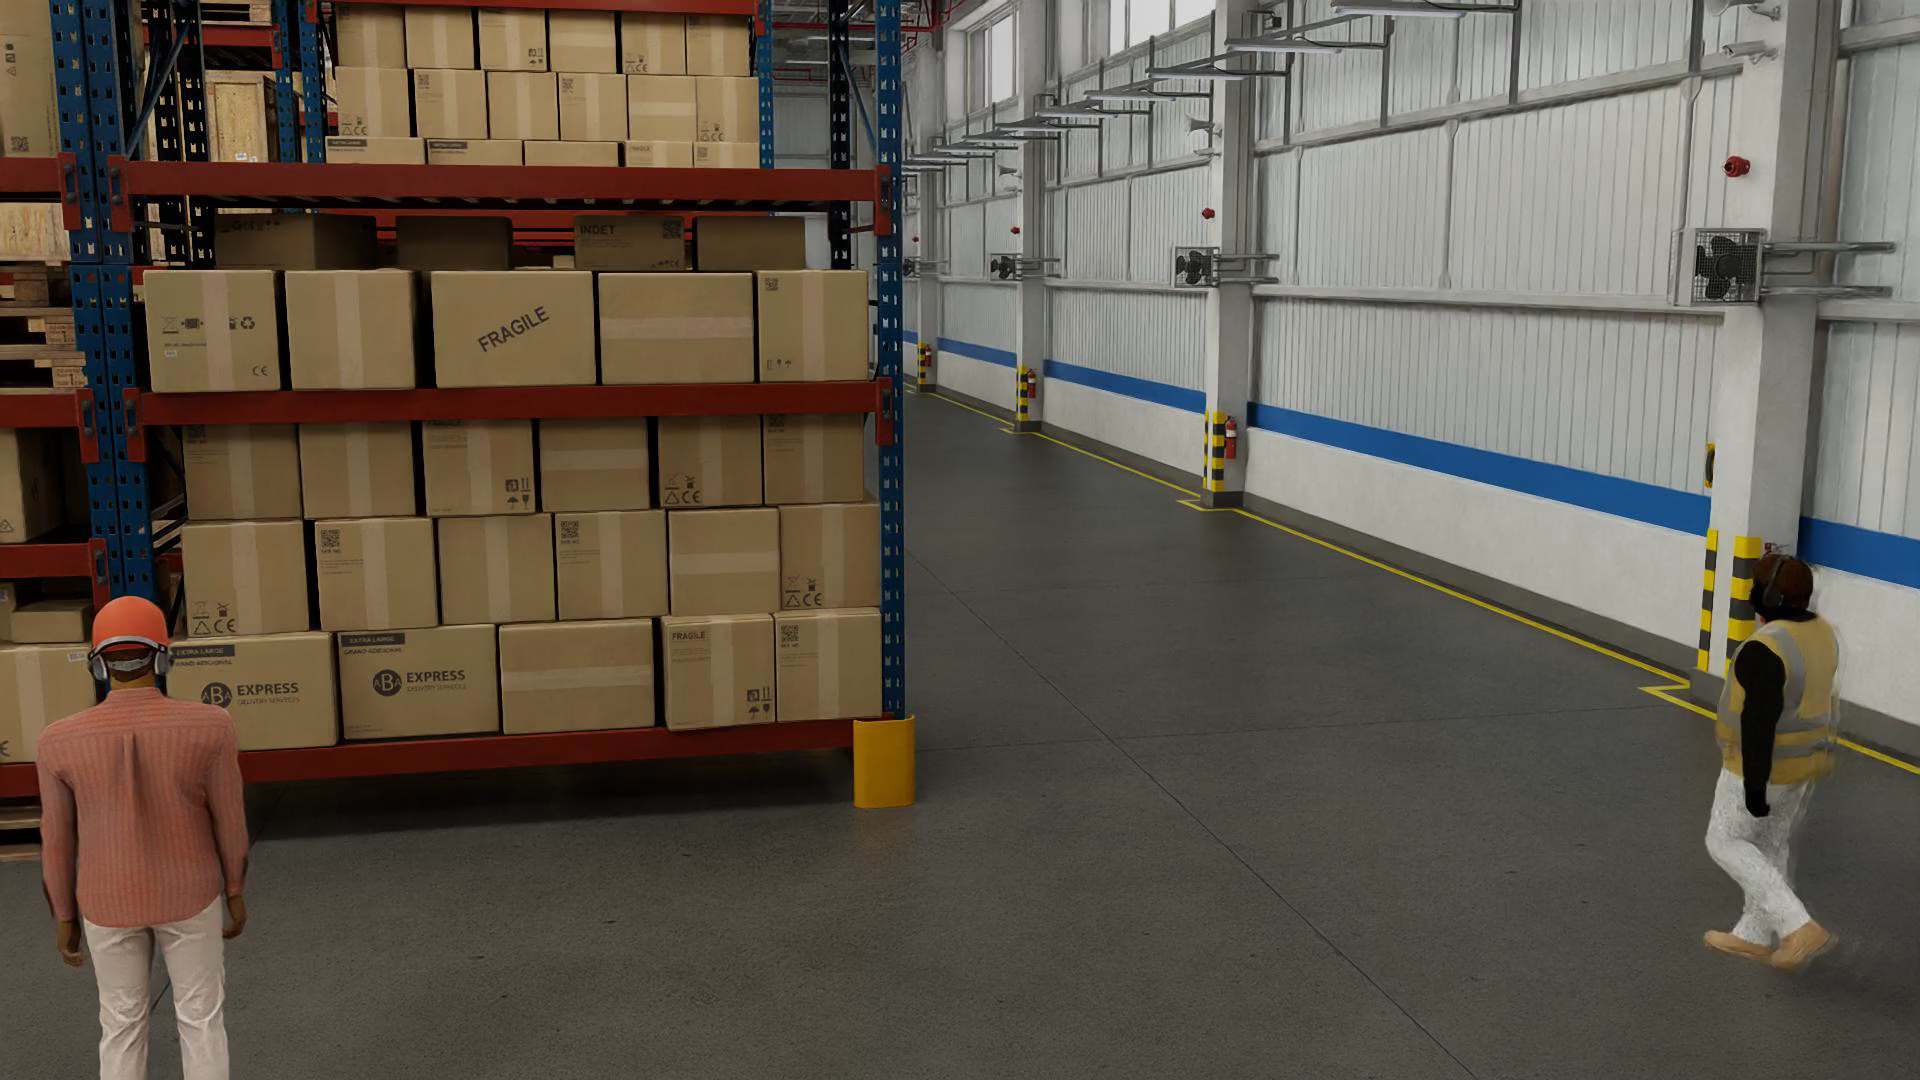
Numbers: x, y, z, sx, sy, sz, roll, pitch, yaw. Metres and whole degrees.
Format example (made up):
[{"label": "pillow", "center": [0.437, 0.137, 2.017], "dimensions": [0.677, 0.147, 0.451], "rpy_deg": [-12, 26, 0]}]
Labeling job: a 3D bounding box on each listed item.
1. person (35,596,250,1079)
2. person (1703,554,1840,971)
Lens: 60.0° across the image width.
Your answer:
[{"label": "person", "center": [-2.653, 1.166, 5.466], "dimensions": [0.613, 1.976, 0.434], "rpy_deg": [-3, 10, -16]}, {"label": "person", "center": [3.503, 0.966, 7.122], "dimensions": [0.630, 1.828, 0.516], "rpy_deg": [-7, 12, -36]}]
